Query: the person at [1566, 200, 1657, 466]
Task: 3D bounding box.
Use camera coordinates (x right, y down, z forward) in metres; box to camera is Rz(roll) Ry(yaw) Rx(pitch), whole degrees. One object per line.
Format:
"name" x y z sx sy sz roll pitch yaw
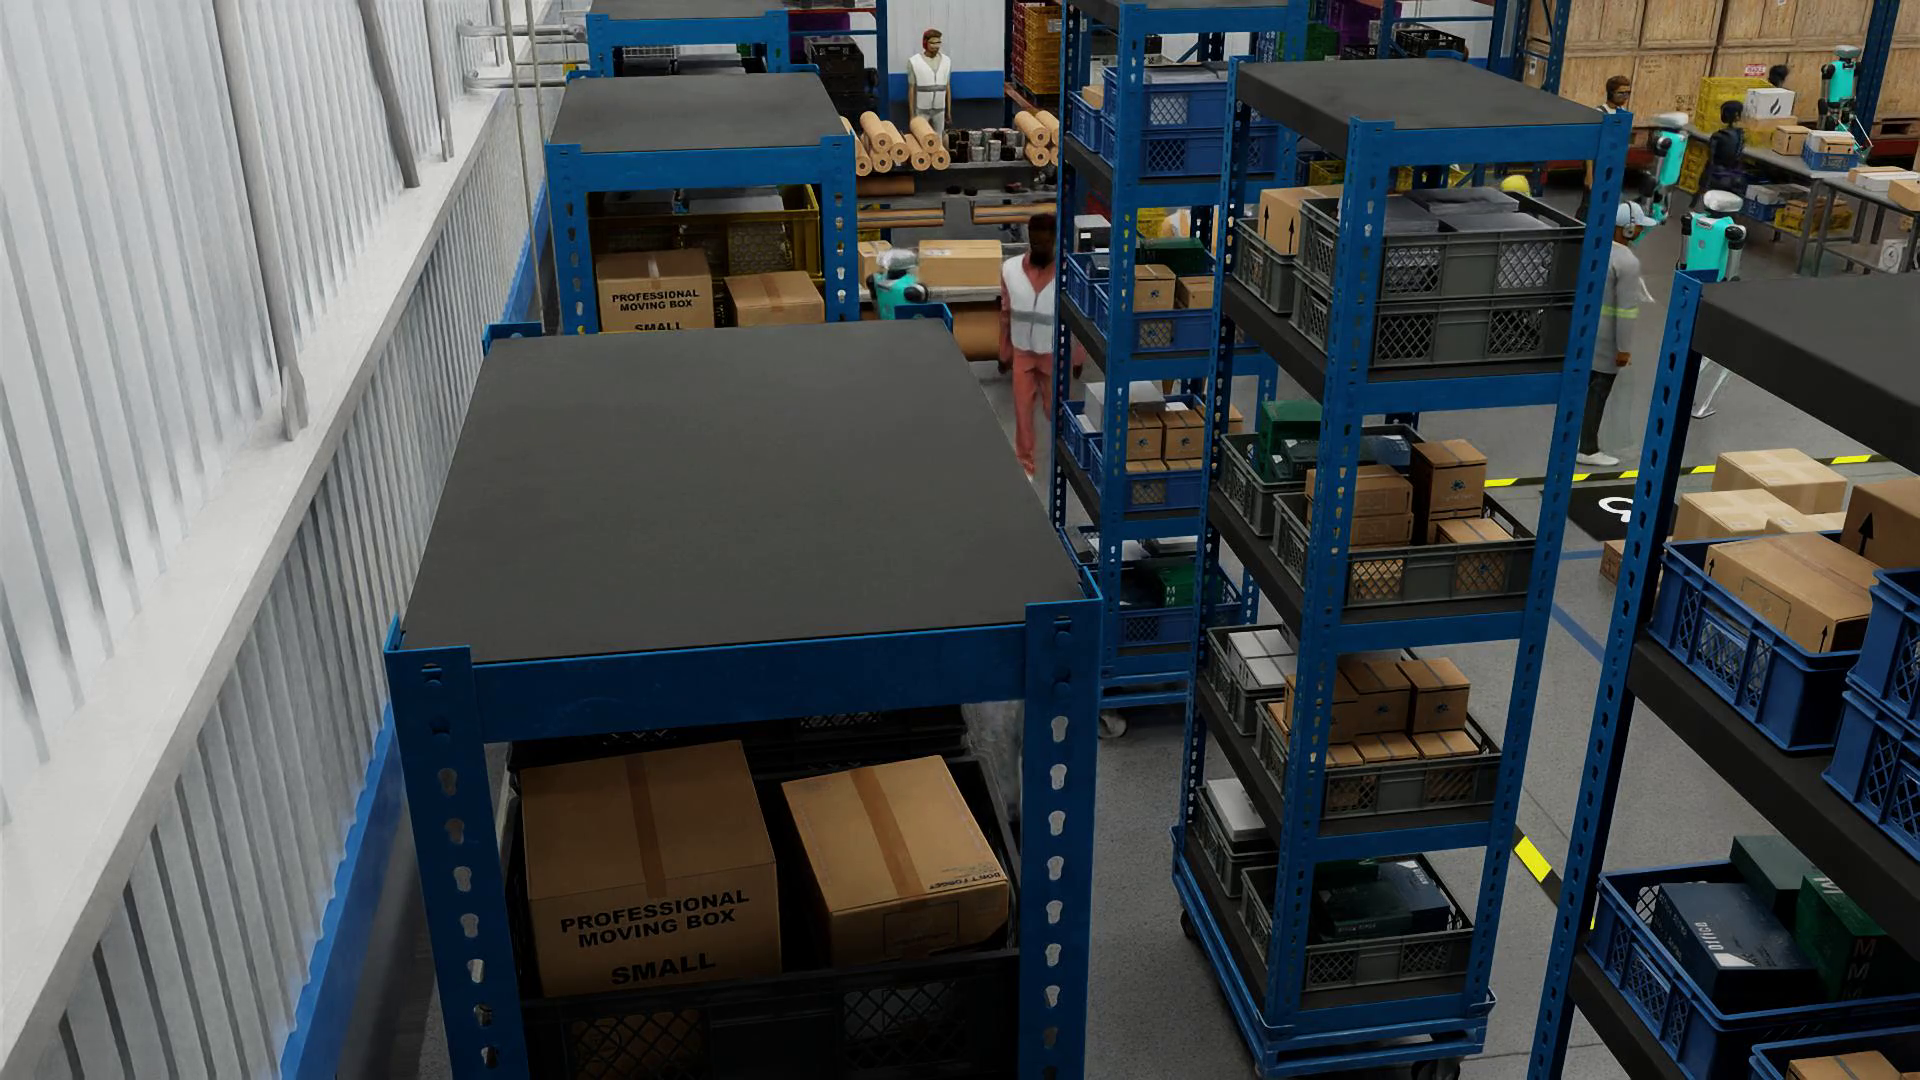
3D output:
"person" 4.483 -1.430 11.512 0.396 1.850 0.597 -5 25 -11

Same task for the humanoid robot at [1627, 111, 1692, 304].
"humanoid robot" 6.083 -3.082 15.260 0.546 1.763 0.950 -23 33 -40

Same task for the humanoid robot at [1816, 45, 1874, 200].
"humanoid robot" 9.743 -4.526 18.218 0.533 1.677 0.735 -11 27 -23

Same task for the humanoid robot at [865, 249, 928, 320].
"humanoid robot" -0.166 -1.098 10.944 0.905 1.745 0.551 -19 31 -36

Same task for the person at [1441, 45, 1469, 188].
"person" 5.318 -4.439 18.066 0.431 1.843 0.622 7 26 14

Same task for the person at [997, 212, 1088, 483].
"person" 0.553 -1.274 11.127 0.593 1.900 0.603 7 26 15

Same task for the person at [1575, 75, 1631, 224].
"person" 6.275 -3.615 16.286 0.505 1.838 0.339 -20 31 -36

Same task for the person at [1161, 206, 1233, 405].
"person" 1.707 -1.752 12.109 0.542 1.939 0.358 -3 25 -6

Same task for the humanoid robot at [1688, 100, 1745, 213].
"humanoid robot" 7.272 -3.351 15.901 0.593 1.646 0.377 -17 29 -32

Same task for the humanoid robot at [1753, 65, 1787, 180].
"humanoid robot" 8.688 -4.312 18.038 0.591 1.631 0.712 -7 26 -15

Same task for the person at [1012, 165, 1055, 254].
"person" 0.669 -3.002 15.110 0.550 1.703 0.554 21 32 38

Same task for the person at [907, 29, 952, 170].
"person" -0.353 -4.952 19.191 0.563 1.836 0.388 -14 28 -27

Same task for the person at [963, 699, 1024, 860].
"person" 0.067 1.026 6.200 0.541 1.836 0.507 6 25 13

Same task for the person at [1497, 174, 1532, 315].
"person" 4.056 -1.903 12.656 0.443 1.749 0.543 -7 26 -15

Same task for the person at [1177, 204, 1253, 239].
"person" 2.006 -2.300 13.174 0.606 2.047 0.365 -2 25 -4

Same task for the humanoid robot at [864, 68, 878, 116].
"humanoid robot" -0.909 -4.186 17.709 0.343 1.653 0.609 -2 25 -4

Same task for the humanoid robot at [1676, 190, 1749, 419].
"humanoid robot" 5.570 -1.730 12.143 0.735 1.676 0.533 -11 27 -23
